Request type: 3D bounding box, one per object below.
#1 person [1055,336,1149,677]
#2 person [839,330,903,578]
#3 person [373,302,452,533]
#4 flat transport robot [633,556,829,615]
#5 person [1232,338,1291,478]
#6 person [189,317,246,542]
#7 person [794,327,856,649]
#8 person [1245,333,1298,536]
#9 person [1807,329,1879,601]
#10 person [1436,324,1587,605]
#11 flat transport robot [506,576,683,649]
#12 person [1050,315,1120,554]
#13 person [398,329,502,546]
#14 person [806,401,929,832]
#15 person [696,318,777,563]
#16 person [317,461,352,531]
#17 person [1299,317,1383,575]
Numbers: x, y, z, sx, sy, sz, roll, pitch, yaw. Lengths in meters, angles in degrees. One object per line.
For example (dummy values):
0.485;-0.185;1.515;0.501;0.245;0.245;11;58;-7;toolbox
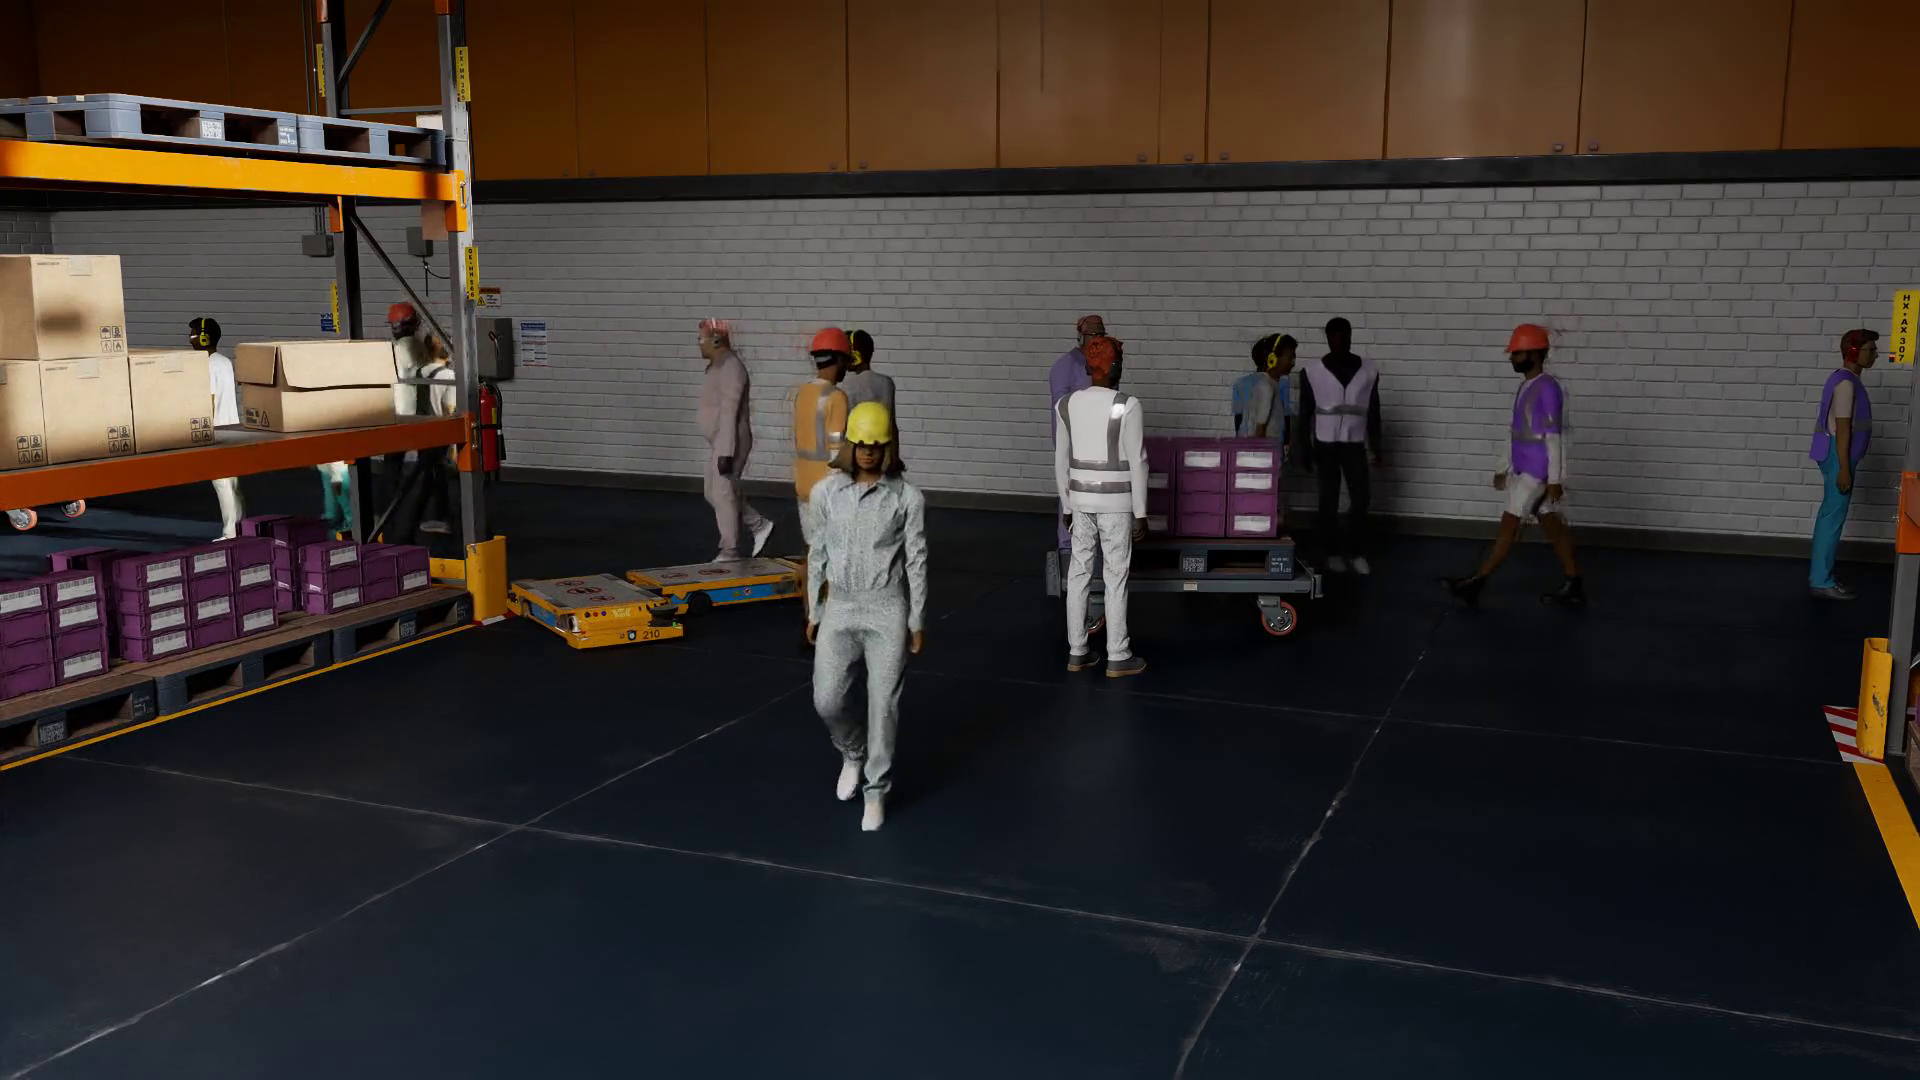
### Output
0.794;-0.182;9.224;0.576;1.882;0.355;7;12;36;person
-0.594;-0.474;11.088;0.369;1.852;0.605;8;12;41;person
-4.756;-1.040;14.194;0.979;1.946;0.661;4;10;24;person
-1.579;0.297;11.192;1.431;0.197;0.652;-6;11;-31;flat transport robot
2.423;-0.764;13.325;0.531;1.692;0.320;8;13;42;person
-5.959;-0.849;13.348;0.323;1.862;0.510;-1;9;-8;person
-0.754;-0.293;9.826;0.485;1.906;0.550;-7;12;-36;person
2.011;-0.519;11.473;0.888;1.823;0.546;1;9;3;person
6.021;-0.522;11.396;0.373;1.843;0.569;5;10;26;person
3.748;-0.488;11.080;1.037;1.876;0.569;1;9;6;person
-2.315;0.423;10.429;0.652;0.197;1.431;-6;11;-31;flat transport robot
0.972;-0.711;12.357;0.654;1.906;0.406;-7;12;-37;person
-3.979;-0.723;12.785;0.545;1.792;0.986;6;11;30;person
-0.370;0.297;6.743;0.509;1.729;0.390;1;9;7;person
-1.692;-0.712;12.429;0.544;1.886;0.673;-3;10;-18;person
-4.405;-0.499;11.602;0.752;1.739;0.537;-4;10;-21;person
2.817;-0.683;12.244;0.650;1.889;0.577;0;9;-2;person
